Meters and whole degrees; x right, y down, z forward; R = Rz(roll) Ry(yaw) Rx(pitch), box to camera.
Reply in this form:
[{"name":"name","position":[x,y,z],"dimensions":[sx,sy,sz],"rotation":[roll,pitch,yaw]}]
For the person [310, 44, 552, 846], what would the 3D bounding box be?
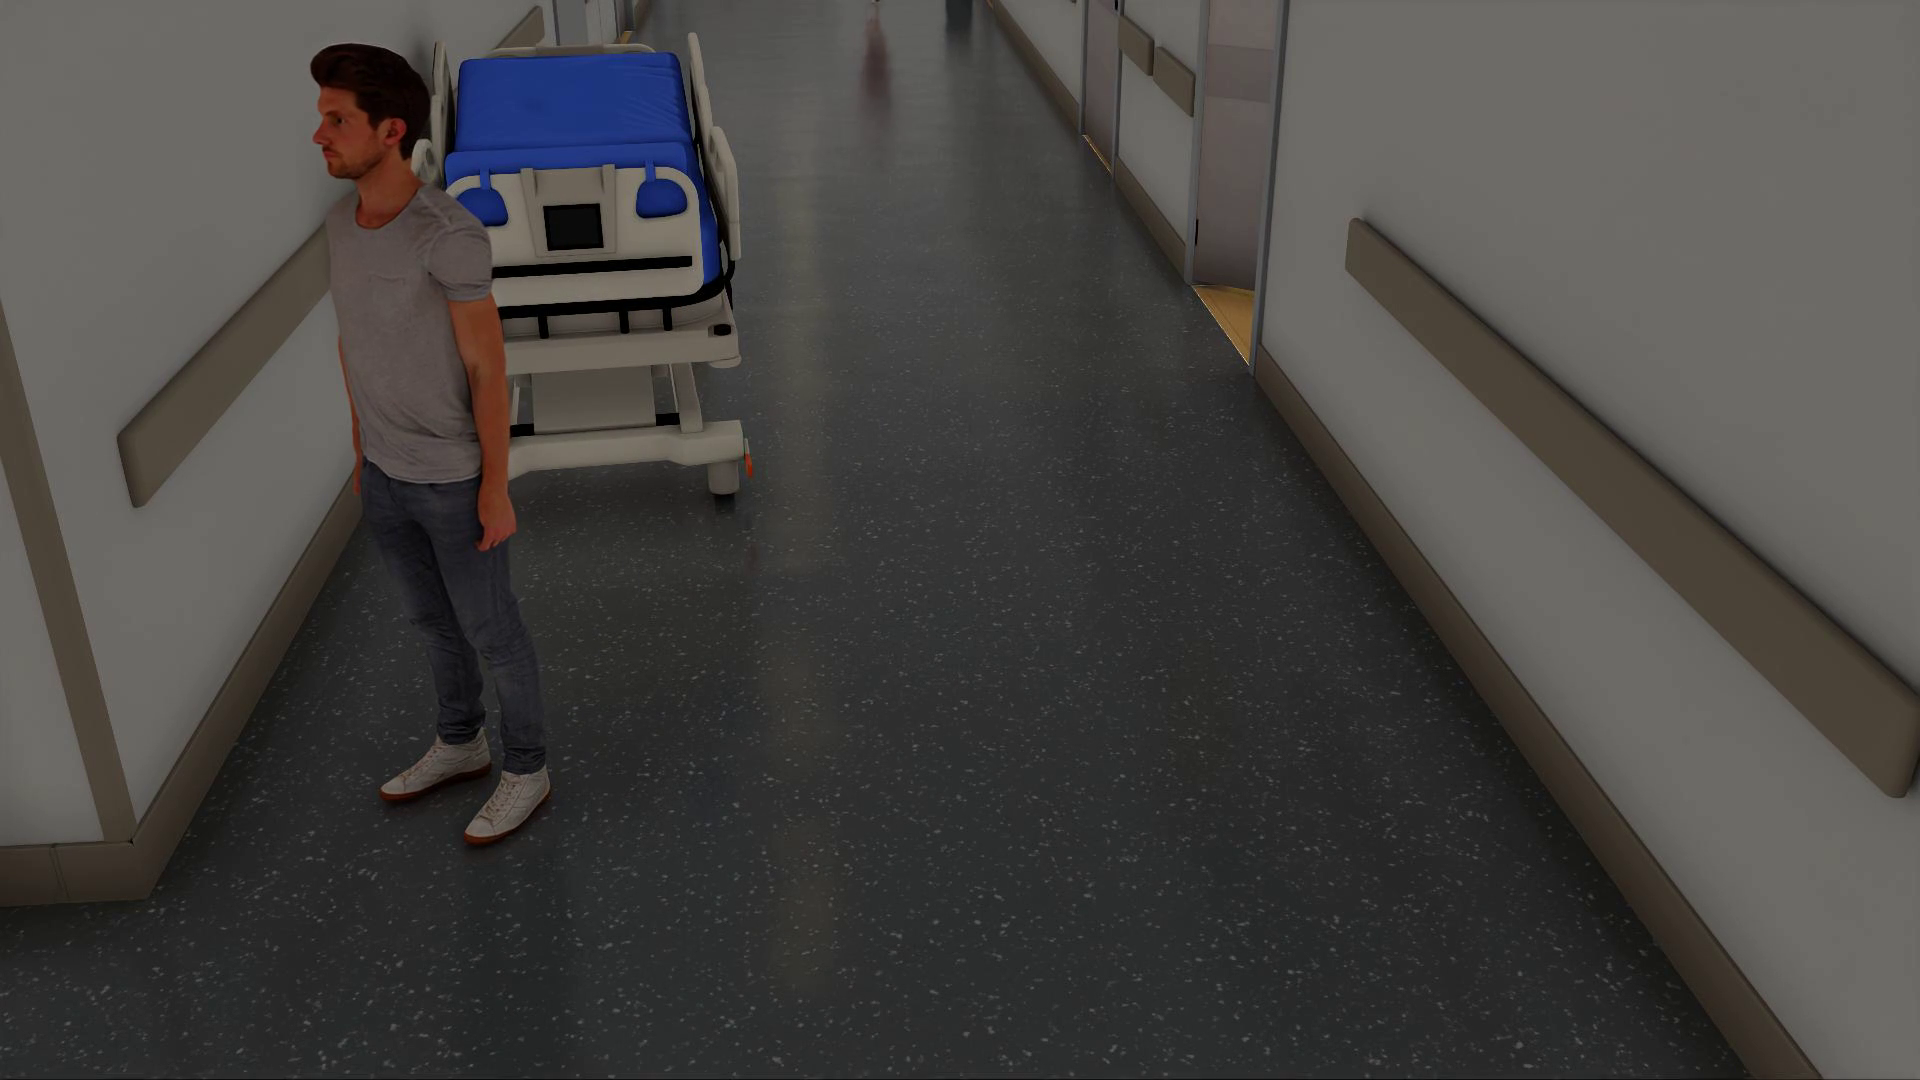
[{"name":"person","position":[-1.220,-0.185,3.864],"dimensions":[0.711,1.895,0.797],"rotation":[17,30,31]}]
